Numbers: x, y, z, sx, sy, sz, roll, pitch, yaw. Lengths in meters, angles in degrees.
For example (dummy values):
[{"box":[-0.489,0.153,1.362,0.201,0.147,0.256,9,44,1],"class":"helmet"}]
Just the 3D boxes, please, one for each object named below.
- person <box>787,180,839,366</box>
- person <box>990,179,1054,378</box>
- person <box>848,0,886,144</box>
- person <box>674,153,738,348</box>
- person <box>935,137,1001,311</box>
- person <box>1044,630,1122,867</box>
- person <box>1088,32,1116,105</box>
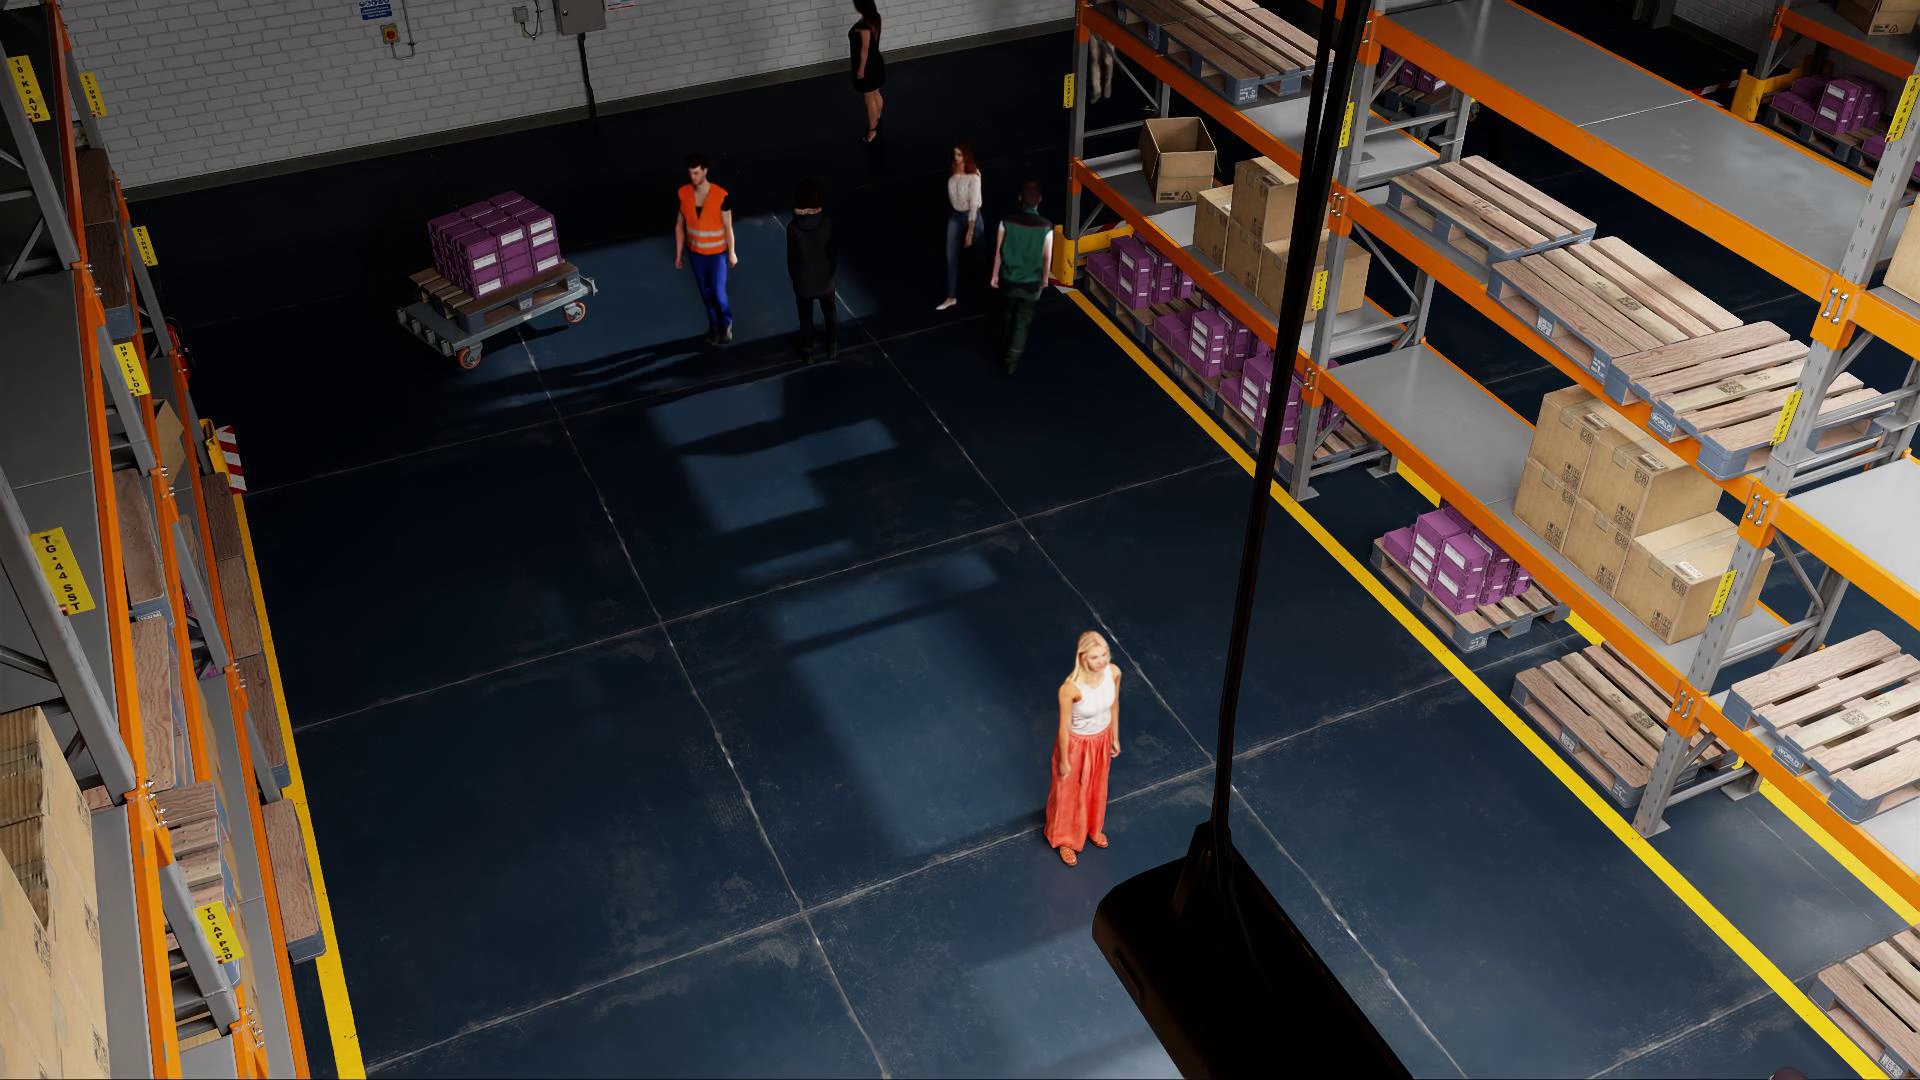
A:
[{"box":[-1.299,-2.382,14.838,0.637,1.781,0.622,-12,40,-15],"class":"person"},{"box":[0.521,-2.240,14.639,0.821,1.809,0.871,7,39,9],"class":"person"},{"box":[-1.006,-5.270,18.509,0.821,1.712,0.743,9,40,11],"class":"person"},{"box":[-2.270,-2.681,15.138,0.826,1.873,0.883,11,40,14],"class":"person"},{"box":[0.131,-3.020,15.705,0.889,1.696,1.124,-31,48,-33],"class":"person"},{"box":[0.768,1.256,10.266,0.657,1.803,0.622,-23,44,-26],"class":"person"},{"box":[1.676,-6.006,19.332,0.806,1.836,0.863,11,40,14],"class":"person"}]
